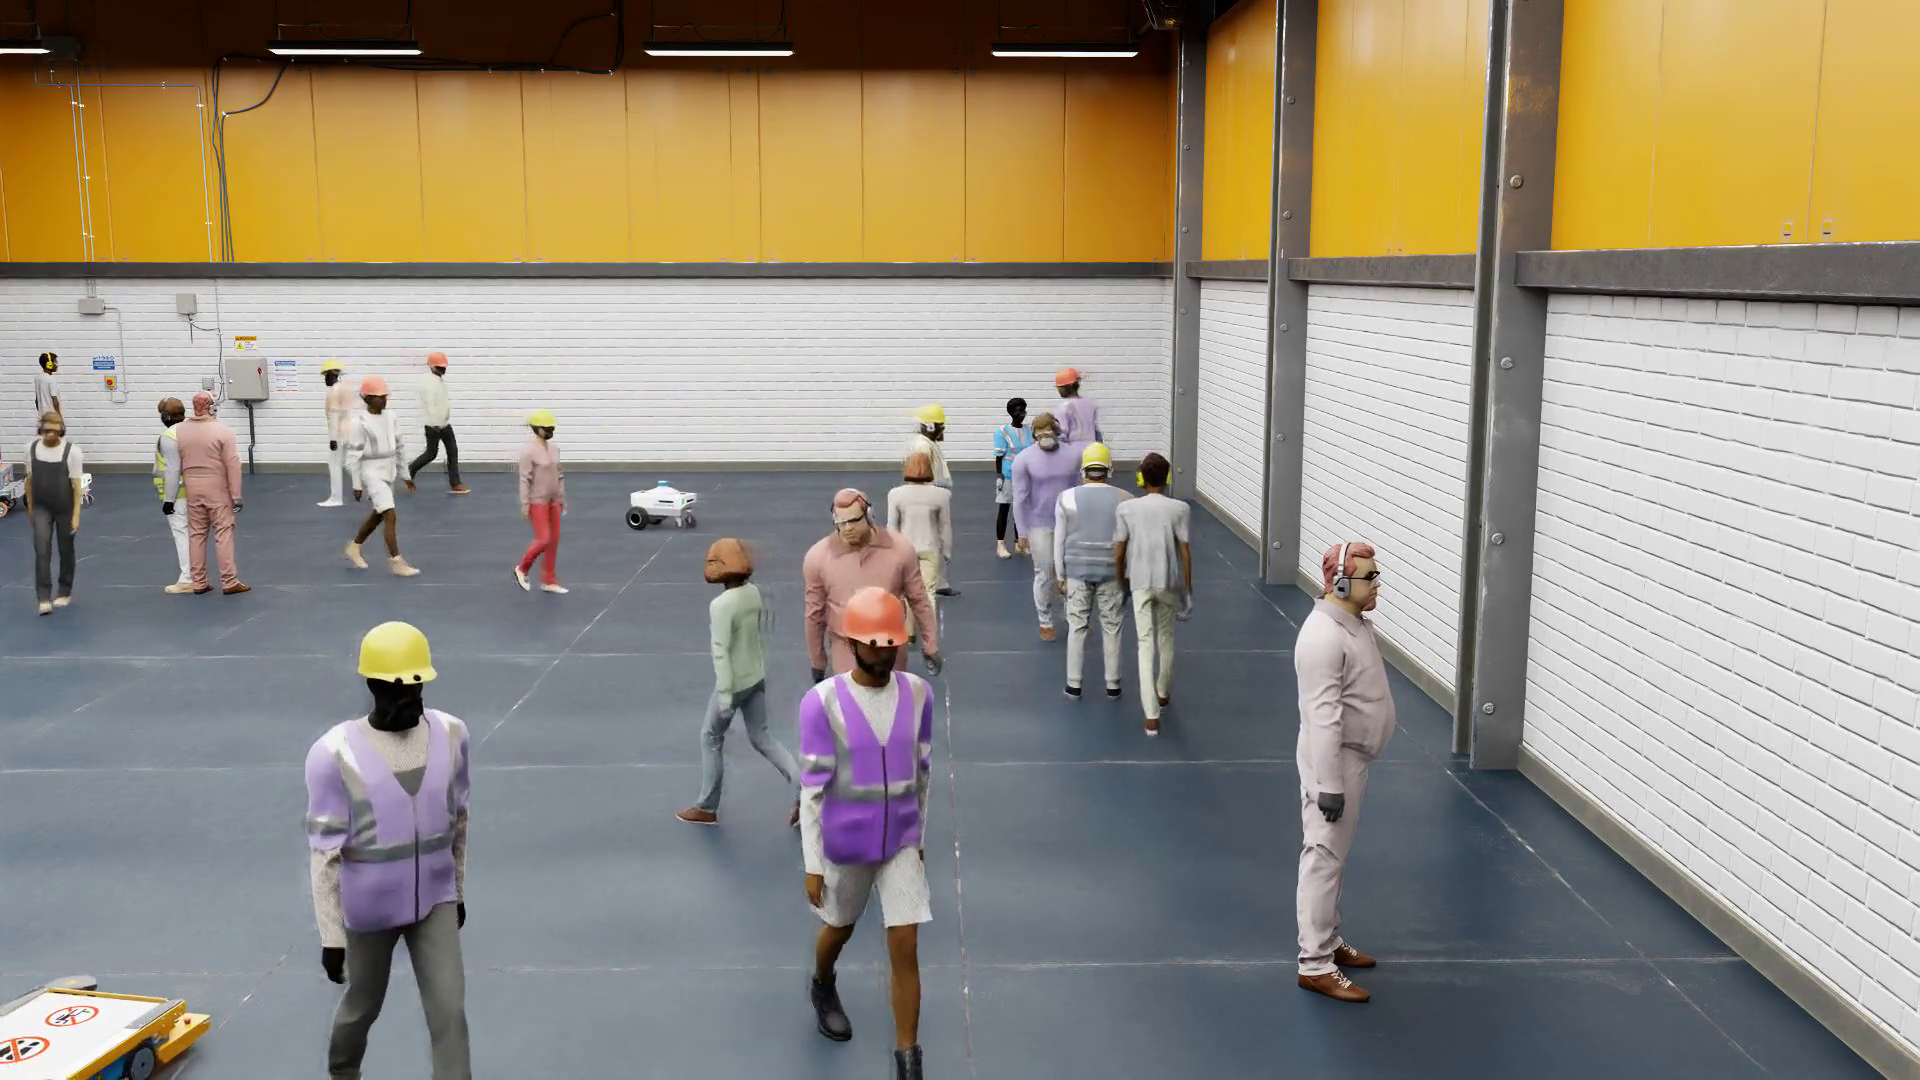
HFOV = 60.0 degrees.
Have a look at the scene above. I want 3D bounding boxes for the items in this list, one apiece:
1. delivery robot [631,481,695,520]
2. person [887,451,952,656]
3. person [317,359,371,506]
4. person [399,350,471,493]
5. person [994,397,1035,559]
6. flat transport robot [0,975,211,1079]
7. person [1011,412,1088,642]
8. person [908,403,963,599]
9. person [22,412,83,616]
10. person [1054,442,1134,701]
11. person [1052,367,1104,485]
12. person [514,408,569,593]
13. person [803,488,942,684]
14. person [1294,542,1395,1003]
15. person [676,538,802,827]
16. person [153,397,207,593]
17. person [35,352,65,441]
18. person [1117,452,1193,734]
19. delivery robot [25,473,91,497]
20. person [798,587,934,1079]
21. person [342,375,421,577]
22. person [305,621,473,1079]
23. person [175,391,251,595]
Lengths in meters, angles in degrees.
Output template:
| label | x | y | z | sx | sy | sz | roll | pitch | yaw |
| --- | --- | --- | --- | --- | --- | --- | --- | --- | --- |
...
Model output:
| label | x | y | z | sx | sy | sz | roll | pitch | yaw |
| --- | --- | --- | --- | --- | --- | --- | --- | --- | --- |
| delivery robot | -3.467 | -0.446 | 19.418 | 0.707 | 0.478 | 0.477 | 3 | 10 | 16 |
| person | -0.323 | 0.102 | 13.161 | 0.512 | 1.602 | 0.805 | 0 | 9 | -1 |
| person | -7.884 | -1.377 | 21.328 | 0.672 | 1.894 | 0.603 | -1 | 9 | -8 |
| person | -7.115 | -1.581 | 22.407 | 0.876 | 1.957 | 0.608 | 2 | 9 | 12 |
| person | 0.588 | -0.658 | 17.507 | 0.537 | 1.695 | 0.320 | -6 | 11 | -33 |
| flat transport robot | -3.408 | 1.943 | 5.921 | 0.652 | 0.197 | 1.431 | 2 | 9 | 11 |
| person | 0.723 | -0.098 | 13.465 | 0.672 | 1.897 | 0.455 | -4 | 10 | -21 |
| person | -0.318 | -0.339 | 15.183 | 0.627 | 1.817 | 0.606 | 1 | 9 | 6 |
| person | -7.974 | -0.236 | 14.653 | 0.512 | 1.786 | 0.845 | -3 | 10 | -16 |
| person | 0.956 | 0.223 | 11.727 | 0.593 | 1.824 | 0.404 | 1 | 9 | 5 |
| person | 1.225 | -0.872 | 17.938 | 1.075 | 1.972 | 0.617 | 7 | 11 | 36 |
| person | -3.878 | -0.353 | 15.482 | 0.404 | 1.757 | 0.526 | 4 | 10 | 22 |
| person | -0.511 | 0.602 | 9.323 | 0.734 | 1.854 | 0.923 | -2 | 10 | -14 |
| person | 1.615 | 0.950 | 7.008 | 0.407 | 1.910 | 0.639 | 3 | 10 | 20 |
| person | -1.145 | 0.778 | 8.994 | 0.792 | 1.598 | 0.508 | 3 | 10 | 20 |
| person | -7.333 | -0.422 | 15.630 | 0.430 | 1.840 | 0.624 | 0 | 9 | -2 |
| person | -12.748 | -1.695 | 23.350 | 0.538 | 1.866 | 0.313 | 6 | 11 | 34 |
| person | 1.298 | 0.324 | 11.126 | 0.492 | 1.809 | 0.950 | 1 | 9 | 4 |
| delivery robot | -11.420 | -0.717 | 21.080 | 0.707 | 0.478 | 0.477 | -3 | 10 | -16 |
| person | -0.358 | 1.089 | 6.222 | 0.558 | 1.900 | 0.985 | -4 | 10 | -23 |
| person | -5.815 | -0.644 | 16.506 | 1.005 | 2.010 | 0.619 | 3 | 10 | 20 |
| person | -1.925 | 1.186 | 5.640 | 0.596 | 1.889 | 0.980 | -9 | 13 | -43 |
| person | -6.984 | -0.437 | 15.516 | 0.643 | 1.908 | 0.399 | 1 | 9 | 9 |
